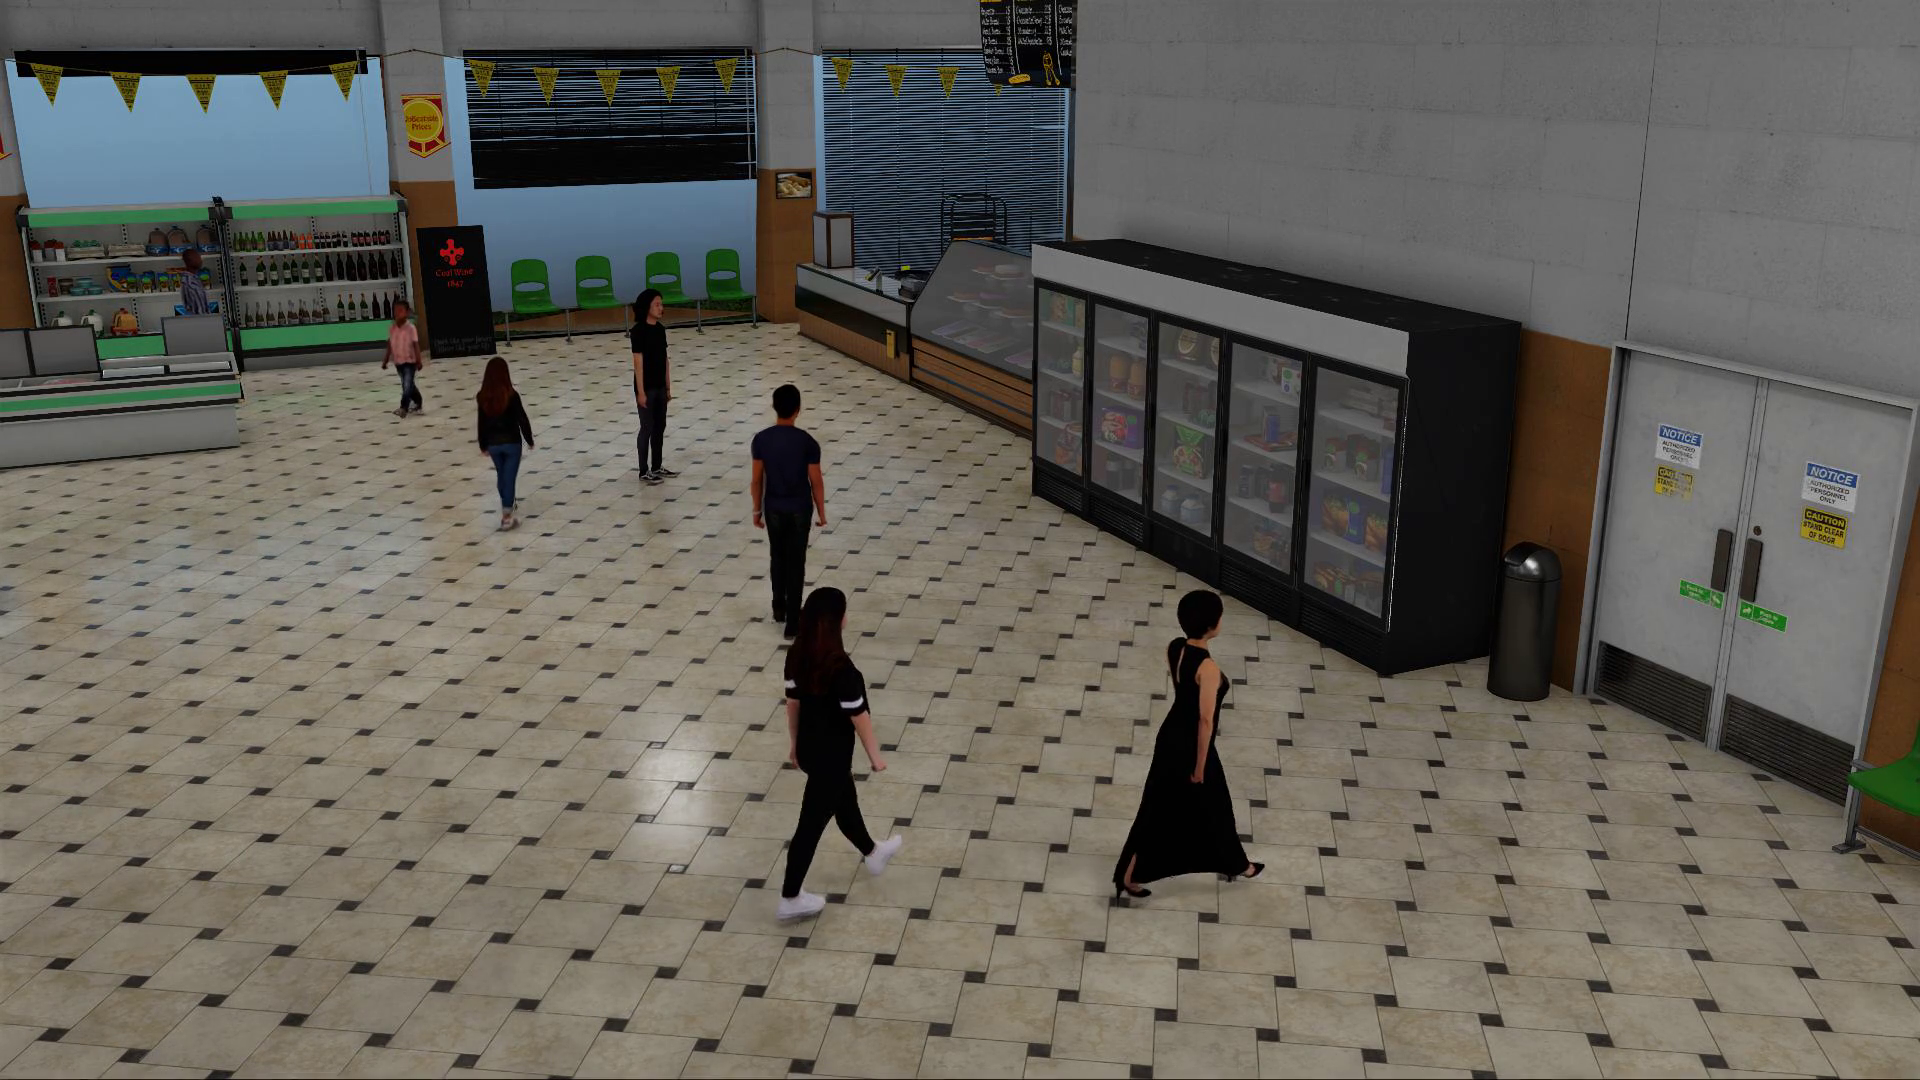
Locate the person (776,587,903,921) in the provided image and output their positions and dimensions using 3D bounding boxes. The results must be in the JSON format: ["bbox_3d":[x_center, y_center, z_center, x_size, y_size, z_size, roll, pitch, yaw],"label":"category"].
[{"bbox_3d":[-0.692,1.044,7.822,1.119,1.602,0.830,-15,22,-40],"label":"person"}]

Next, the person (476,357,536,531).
[{"bbox_3d":[-3.902,-0.808,14.155,0.826,1.467,0.858,3,17,10],"label":"person"}]

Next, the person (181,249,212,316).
[{"bbox_3d":[-8.616,-2.387,18.793,0.549,1.794,0.629,-10,19,-29],"label":"person"}]

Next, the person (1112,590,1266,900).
[{"bbox_3d":[1.015,1.028,7.956,1.054,1.555,0.636,-9,19,-28],"label":"person"}]

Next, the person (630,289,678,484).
[{"bbox_3d":[-2.924,-1.462,15.689,0.755,1.827,0.657,9,19,28],"label":"person"}]

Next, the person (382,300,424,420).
[{"bbox_3d":[-6.100,-1.992,18.398,0.884,1.267,0.926,5,18,17],"label":"person"}]

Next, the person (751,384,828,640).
[{"bbox_3d":[-1.210,-0.169,11.519,0.773,1.776,0.854,2,17,8],"label":"person"}]
